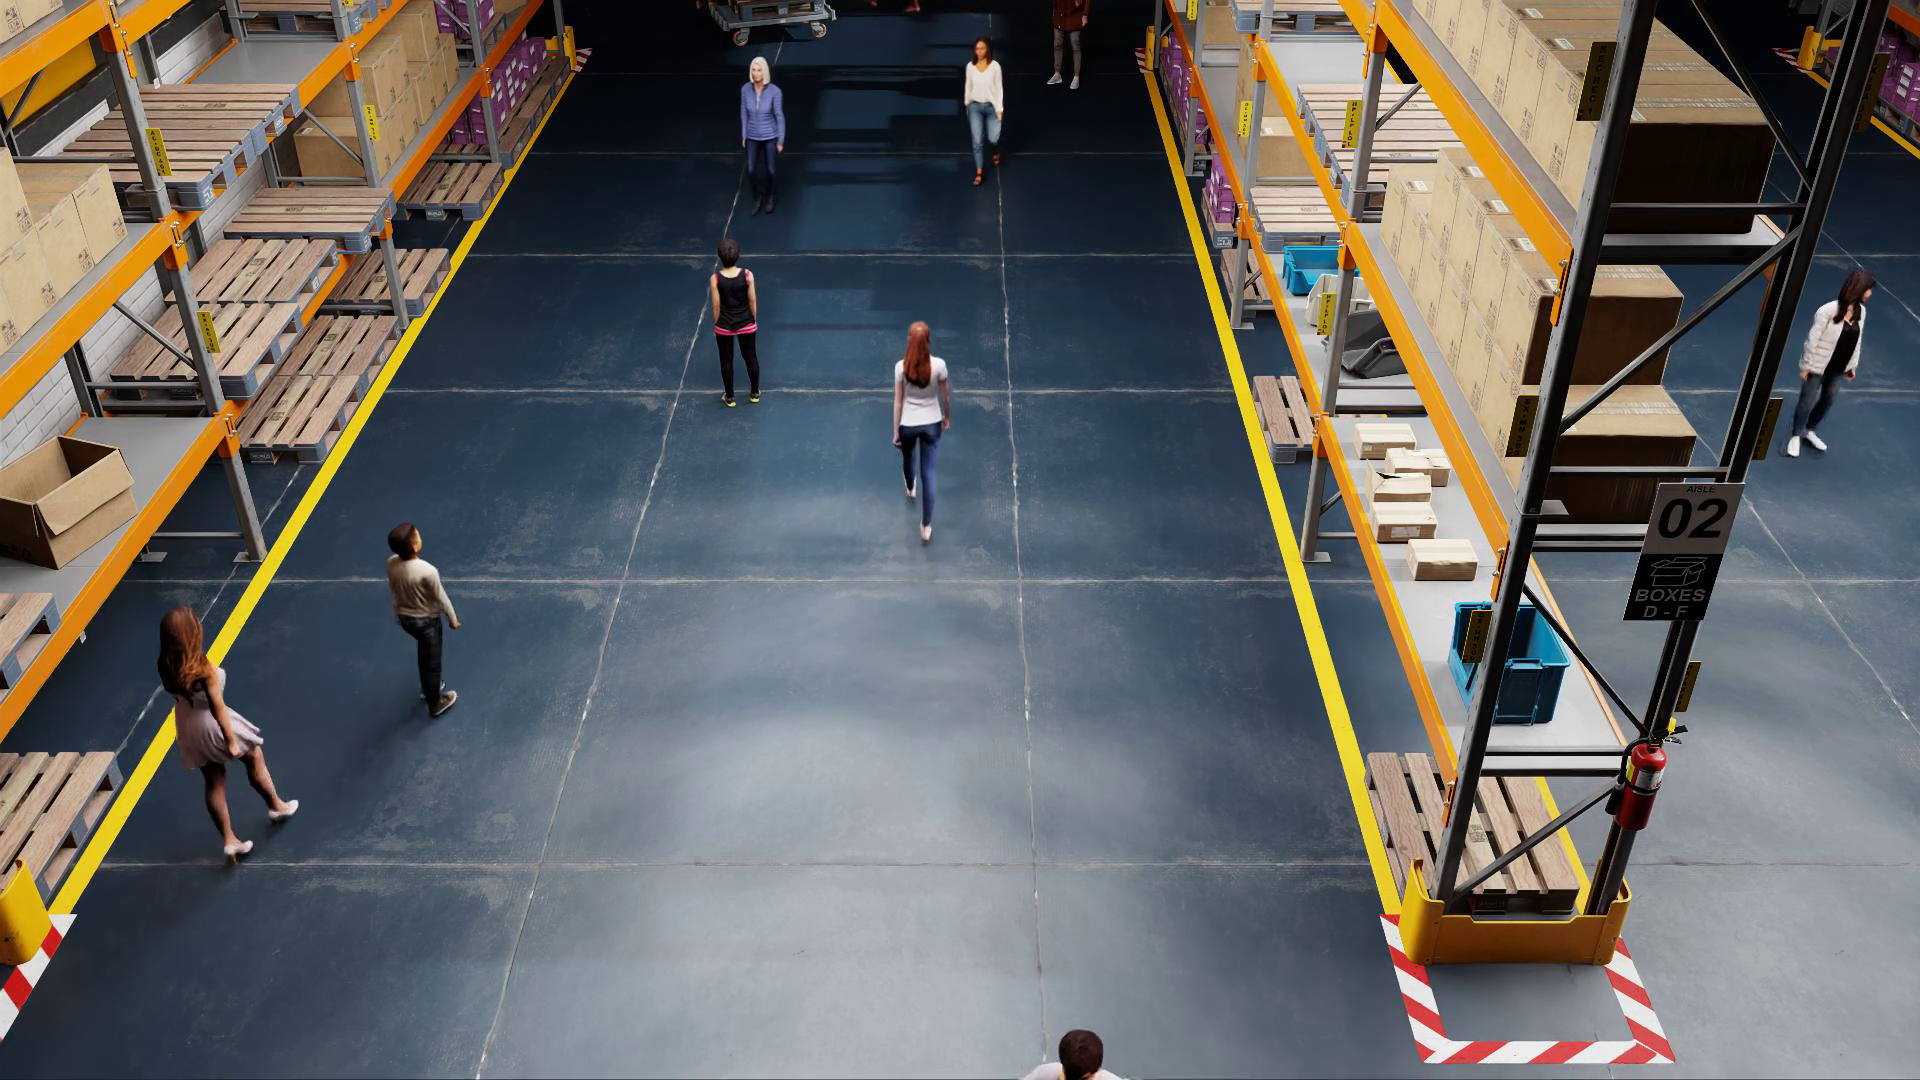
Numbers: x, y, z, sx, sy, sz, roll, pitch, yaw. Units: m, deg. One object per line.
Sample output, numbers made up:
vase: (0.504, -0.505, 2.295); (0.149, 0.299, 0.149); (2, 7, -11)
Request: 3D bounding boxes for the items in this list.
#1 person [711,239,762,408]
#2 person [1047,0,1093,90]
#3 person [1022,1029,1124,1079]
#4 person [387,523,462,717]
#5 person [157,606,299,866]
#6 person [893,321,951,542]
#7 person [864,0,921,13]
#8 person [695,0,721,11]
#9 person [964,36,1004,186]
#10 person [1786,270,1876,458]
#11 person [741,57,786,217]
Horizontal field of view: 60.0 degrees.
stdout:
person: (-1.962, -1.902, 14.504); (0.593, 1.553, 0.590); (-10, 35, -14)
person: (1.426, -6.838, 21.673); (0.838, 1.839, 0.870); (17, 37, 24)
person: (0.511, 2.718, 7.325); (0.767, 1.807, 1.106); (4, 34, 6)
person: (-3.575, 0.563, 10.886); (0.647, 1.454, 0.646); (12, 35, 17)
person: (-4.399, 1.198, 9.661); (0.717, 1.753, 0.874); (10, 35, 14)
person: (-0.292, -0.794, 12.716); (0.647, 1.687, 1.136); (-2, 34, -3)
person: (-0.887, -8.581, 24.449); (0.910, 1.669, 1.179); (9, 35, 13)
person: (-3.844, -8.732, 24.691); (0.818, 1.651, 0.859); (11, 35, 16)
person: (0.311, -4.918, 18.938); (0.762, 1.669, 0.921); (10, 35, 14)
person: (7.176, -1.464, 13.781); (0.684, 1.624, 0.598); (3, 34, 5)
person: (-2.130, -4.439, 18.162); (0.721, 1.730, 0.683); (6, 34, 8)
